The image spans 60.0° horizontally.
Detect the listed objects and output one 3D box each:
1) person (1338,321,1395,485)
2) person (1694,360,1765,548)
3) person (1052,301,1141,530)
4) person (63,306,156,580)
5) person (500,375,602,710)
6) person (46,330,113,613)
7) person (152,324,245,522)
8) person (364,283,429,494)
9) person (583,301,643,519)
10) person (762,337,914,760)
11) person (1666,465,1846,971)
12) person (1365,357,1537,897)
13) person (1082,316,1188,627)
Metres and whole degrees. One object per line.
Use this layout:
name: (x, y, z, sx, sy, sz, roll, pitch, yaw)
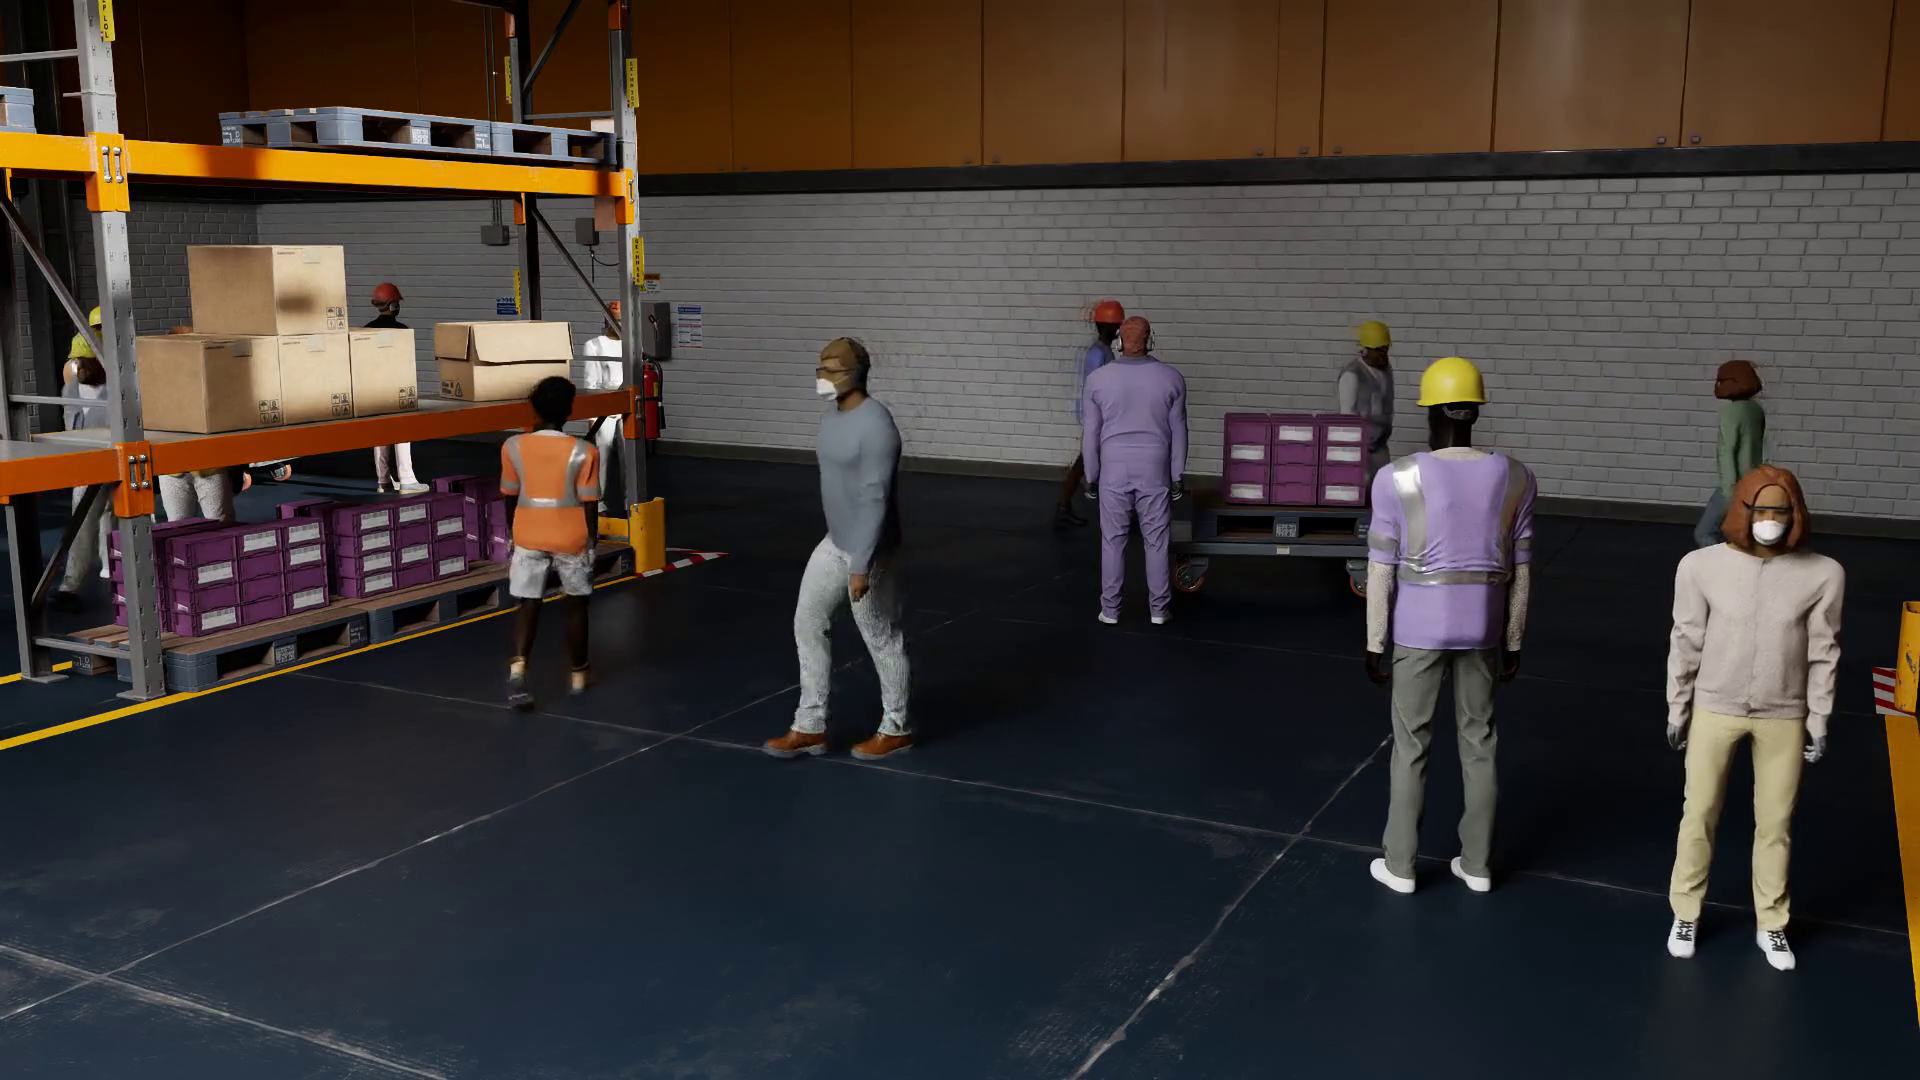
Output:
person: (3.028, -0.734, 12.384, 0.596, 1.781, 0.764, -8, 12, -37)
person: (4.841, -0.310, 10.377, 0.542, 1.612, 0.416, -8, 12, -38)
person: (1.221, -1.015, 13.700, 0.987, 1.884, 0.568, 1, 10, 7)
person: (-5.901, -0.675, 11.639, 0.586, 1.917, 0.380, -5, 11, -26)
person: (-2.067, 0.015, 8.364, 0.536, 1.676, 0.740, 0, 10, 2)
person: (-5.480, -0.431, 10.561, 0.609, 1.789, 0.913, 2, 10, 10)
person: (-4.865, -0.451, 10.592, 0.626, 1.836, 0.428, 0, 10, -1)
person: (-5.383, -1.433, 15.794, 0.611, 1.997, 0.375, 5, 11, 27)
person: (-2.895, -1.065, 14.019, 0.579, 1.879, 0.349, -9, 13, -41)
person: (-0.560, 0.067, 7.366, 0.831, 1.907, 0.660, -6, 11, -30)
person: (2.514, 0.565, 5.314, 0.493, 1.627, 0.284, 3, 10, 19)
person: (1.721, 0.314, 5.917, 0.588, 1.918, 0.397, 0, 10, -3)
person: (1.066, -0.410, 10.157, 0.639, 1.902, 0.407, 1, 10, 5)
